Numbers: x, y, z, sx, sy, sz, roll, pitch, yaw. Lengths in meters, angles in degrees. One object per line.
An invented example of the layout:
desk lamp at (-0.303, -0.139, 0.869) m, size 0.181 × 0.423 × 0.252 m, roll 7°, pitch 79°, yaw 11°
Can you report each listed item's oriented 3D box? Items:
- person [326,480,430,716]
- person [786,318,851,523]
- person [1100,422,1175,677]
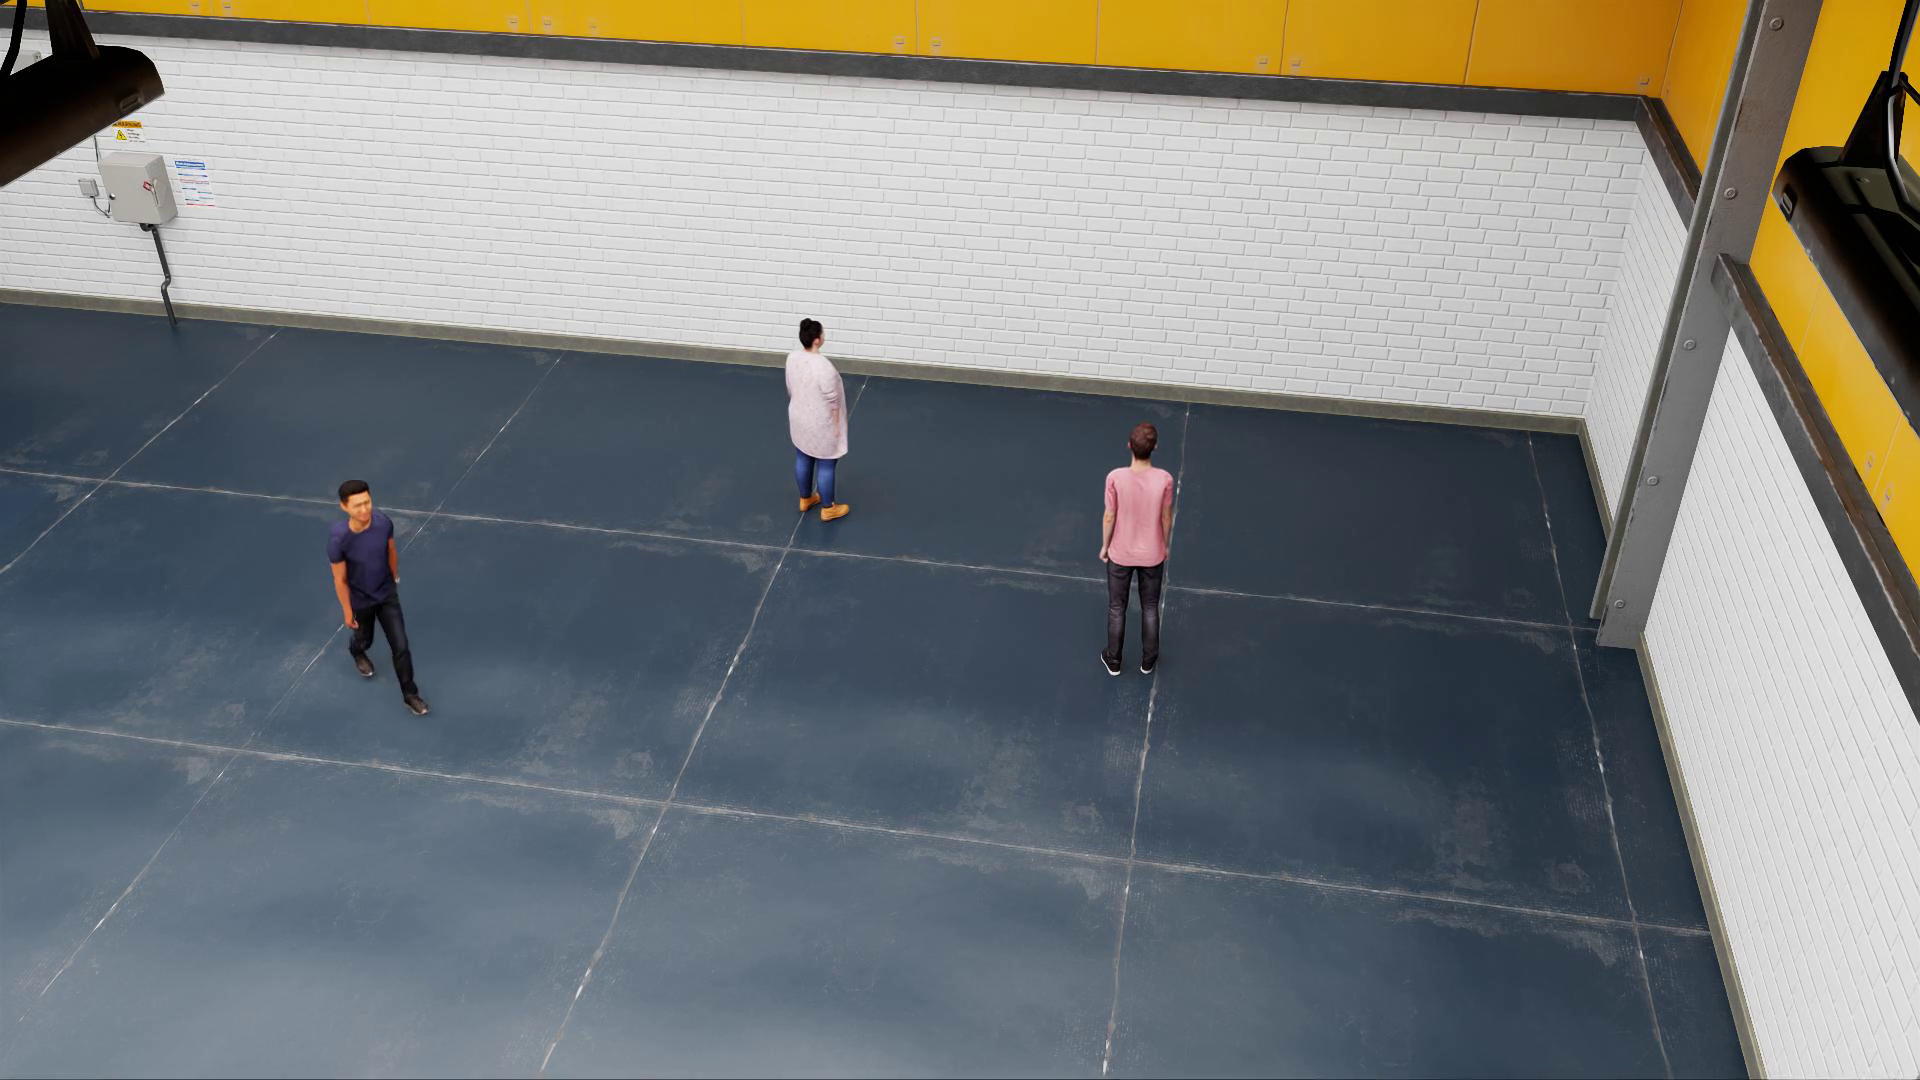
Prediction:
person at (-4.014, 0.340, 11.216) m, size 1.131 × 1.763 × 1.128 m, roll -26°, pitch 41°, yaw -33°
person at (-1.155, -0.968, 13.203) m, size 0.801 × 1.742 × 0.817 m, roll 27°, pitch 42°, yaw 34°
person at (1.204, 0.081, 11.430) m, size 0.673 × 1.957 × 0.598 m, roll -1°, pitch 34°, yaw -1°
